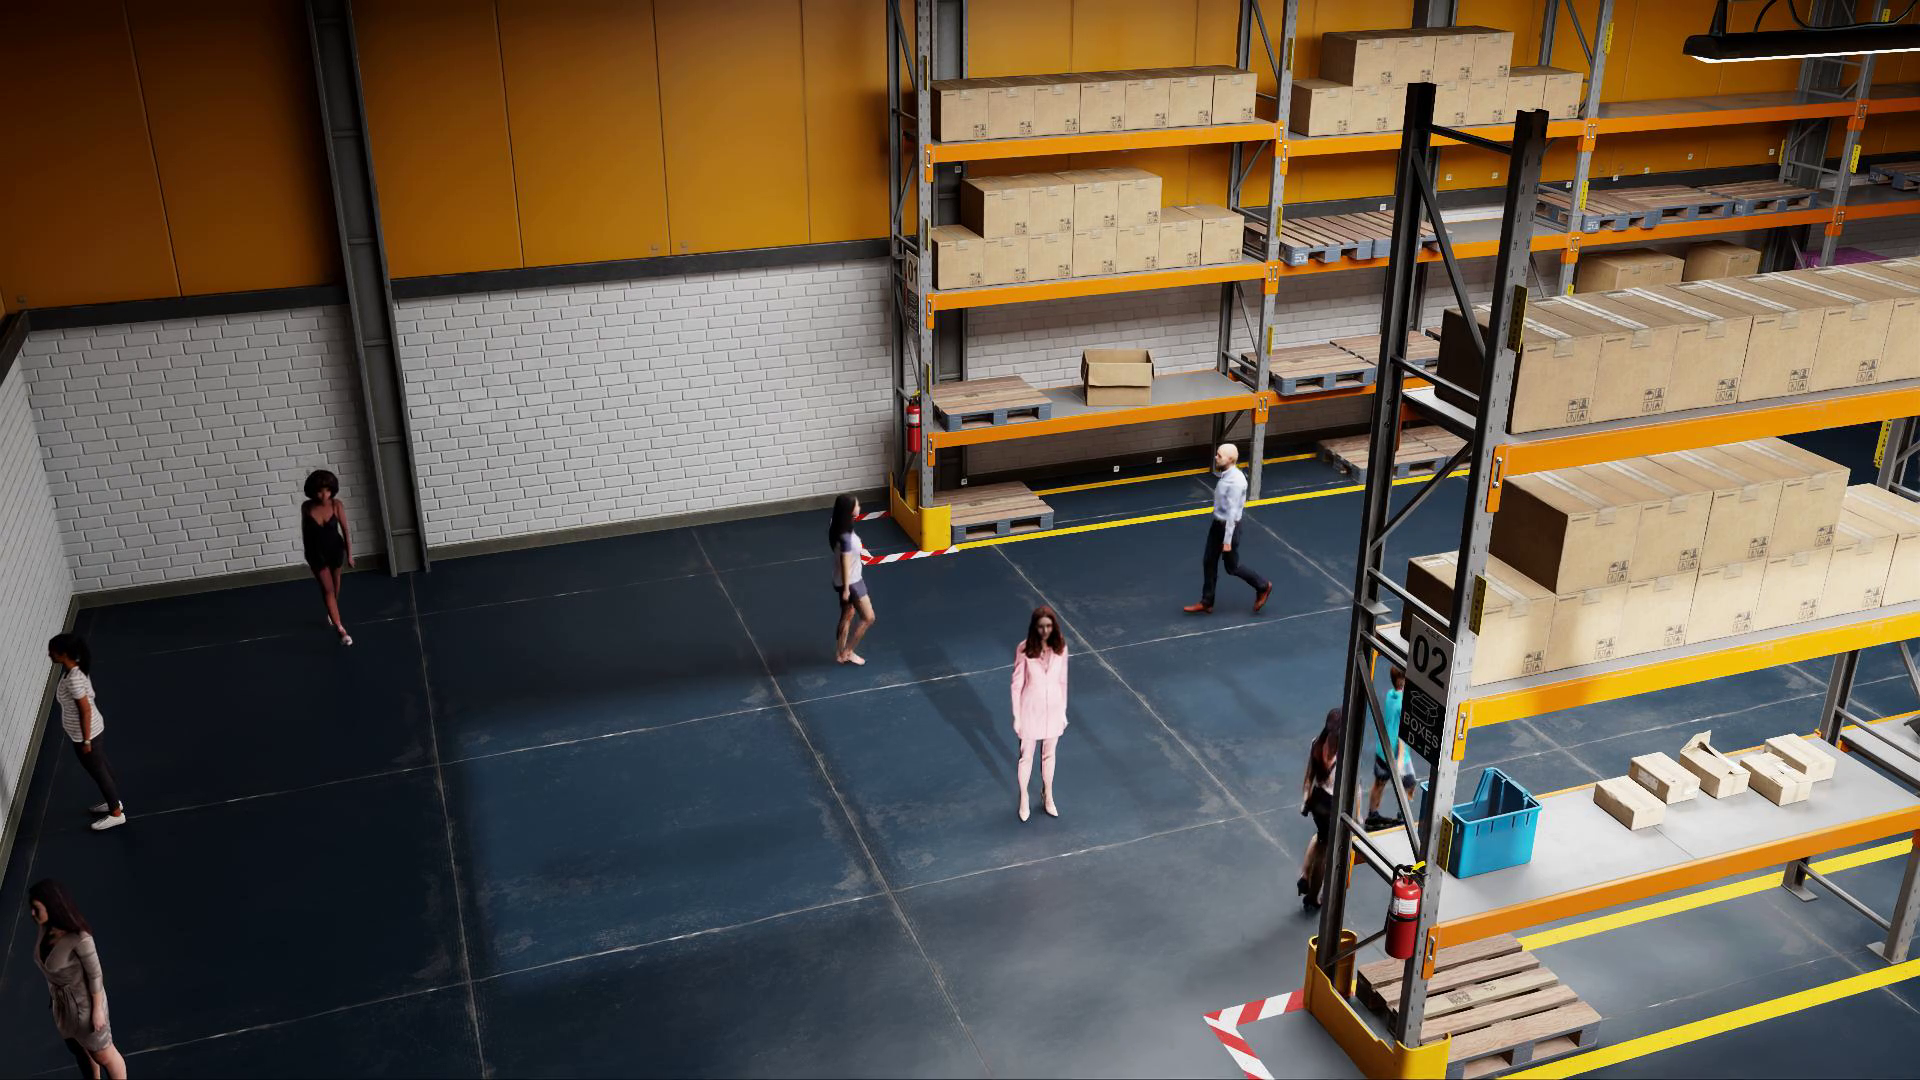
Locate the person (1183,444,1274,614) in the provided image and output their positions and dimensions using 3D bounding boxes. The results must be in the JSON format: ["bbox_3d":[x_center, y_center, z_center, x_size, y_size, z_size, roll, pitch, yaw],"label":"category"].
[{"bbox_3d":[2.670,-0.074,16.149,1.143,1.770,0.750,-4,24,-10],"label":"person"}]

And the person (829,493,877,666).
[{"bbox_3d":[-1.100,0.378,15.202,0.653,1.700,0.647,-4,24,-9],"label":"person"}]

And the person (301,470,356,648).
[{"bbox_3d":[-6.024,0.132,15.751,1.104,1.711,0.737,-11,26,-23],"label":"person"}]

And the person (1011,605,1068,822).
[{"bbox_3d":[0.619,1.328,12.899,0.487,1.803,0.688,-5,24,-12],"label":"person"}]

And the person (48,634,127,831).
[{"bbox_3d":[-6.724,1.455,12.809,0.546,1.643,0.590,-11,26,-24],"label":"person"}]

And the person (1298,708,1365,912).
[{"bbox_3d":[2.545,1.940,11.707,0.656,1.637,0.620,-18,29,-35],"label":"person"}]

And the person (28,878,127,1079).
[{"bbox_3d":[-5.176,2.725,9.774,0.657,1.746,0.712,11,26,24],"label":"person"}]

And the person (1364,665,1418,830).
[{"bbox_3d":[3.262,1.599,12.735,0.685,1.438,0.607,-4,24,-9],"label":"person"}]
